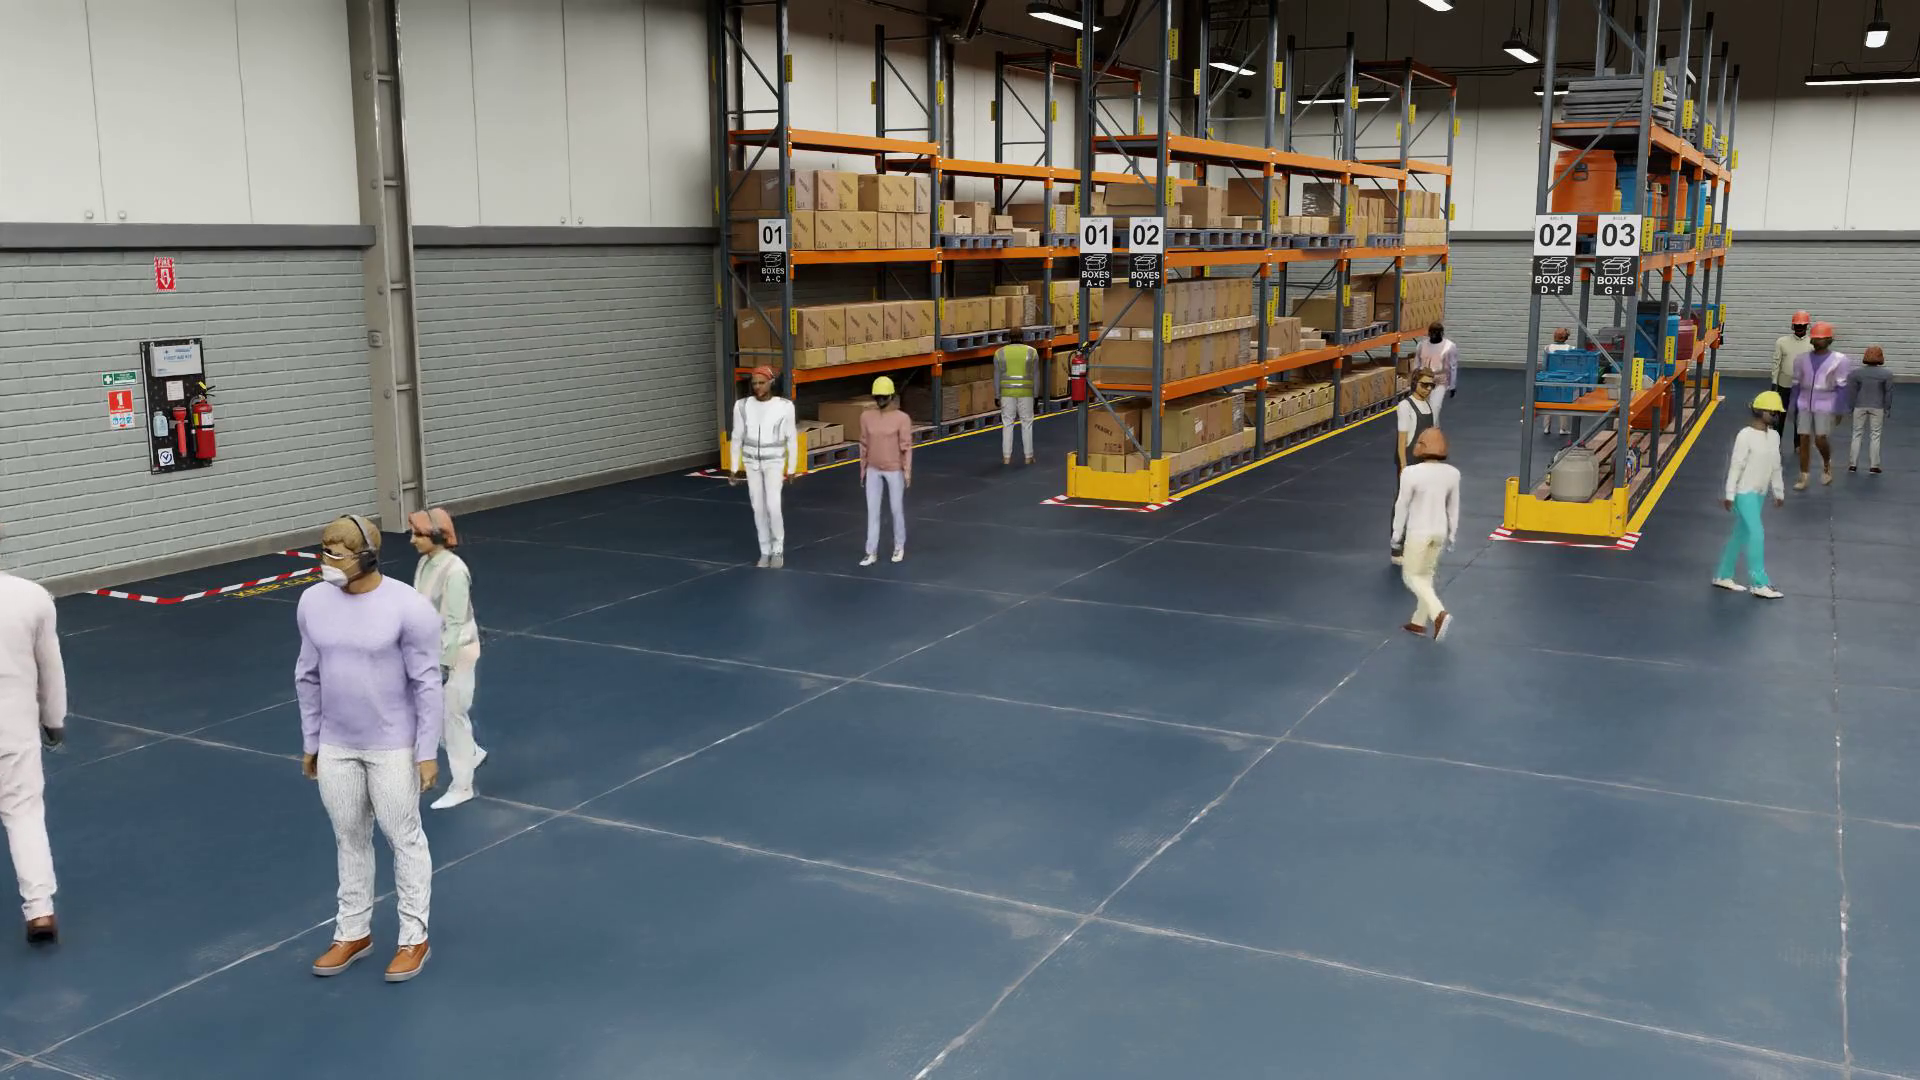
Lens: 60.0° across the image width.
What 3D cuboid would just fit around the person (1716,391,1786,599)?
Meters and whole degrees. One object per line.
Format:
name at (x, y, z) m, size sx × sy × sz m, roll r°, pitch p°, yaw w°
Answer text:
person at (6.745, -0.378, 13.973) m, size 0.547 × 1.731 × 0.804 m, roll -7°, pitch 12°, yaw -33°

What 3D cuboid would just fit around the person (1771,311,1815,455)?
person at (11.549, -2.164, 23.009) m, size 0.608 × 1.996 × 0.380 m, roll 5°, pitch 11°, yaw 24°

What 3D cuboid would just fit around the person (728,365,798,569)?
person at (-1.796, -0.655, 15.130) m, size 0.579 × 1.864 × 0.505 m, roll 2°, pitch 11°, yaw 12°

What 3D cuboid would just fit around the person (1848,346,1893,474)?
person at (11.636, -1.667, 21.284) m, size 0.500 × 1.636 × 0.284 m, roll 8°, pitch 13°, yaw 37°

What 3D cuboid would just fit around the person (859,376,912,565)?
person at (-0.698, -0.646, 15.421) m, size 0.530 × 1.772 × 0.436 m, roll 3°, pitch 11°, yaw 18°

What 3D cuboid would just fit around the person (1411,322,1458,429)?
person at (6.858, -2.261, 24.056) m, size 0.629 × 1.807 × 0.937 m, roll 8°, pitch 13°, yaw 37°

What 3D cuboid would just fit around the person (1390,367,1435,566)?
person at (4.190, -0.678, 15.335) m, size 0.345 × 1.841 × 0.506 m, roll 9°, pitch 14°, yaw 42°

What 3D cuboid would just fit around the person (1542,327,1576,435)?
person at (9.135, -2.421, 25.384) m, size 0.516 × 1.640 × 0.314 m, roll 9°, pitch 14°, yaw 41°

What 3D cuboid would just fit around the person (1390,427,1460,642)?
person at (3.516, -0.035, 12.449) m, size 0.511 × 1.612 × 0.636 m, roll -4°, pitch 11°, yaw -22°

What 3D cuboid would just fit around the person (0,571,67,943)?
person at (-4.212, 0.807, 7.194) m, size 0.662 × 1.864 × 0.983 m, roll -8°, pitch 13°, yaw -37°

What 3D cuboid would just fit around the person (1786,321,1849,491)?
person at (10.201, -1.587, 19.797) m, size 0.516 × 2.029 × 0.617 m, roll -9°, pitch 14°, yaw -41°

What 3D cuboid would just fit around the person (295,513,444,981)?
person at (-2.406, 0.841, 6.790) m, size 0.627 × 1.936 × 0.376 m, roll 2°, pitch 11°, yaw 13°

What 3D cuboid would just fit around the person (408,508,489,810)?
person at (-2.728, 0.628, 8.808) m, size 0.389 × 1.624 × 0.512 m, roll -10°, pitch 14°, yaw -43°

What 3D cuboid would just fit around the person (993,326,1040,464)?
person at (0.756, -1.919, 22.109) m, size 0.619 × 1.841 × 0.430 m, roll 1°, pitch 10°, yaw 4°
